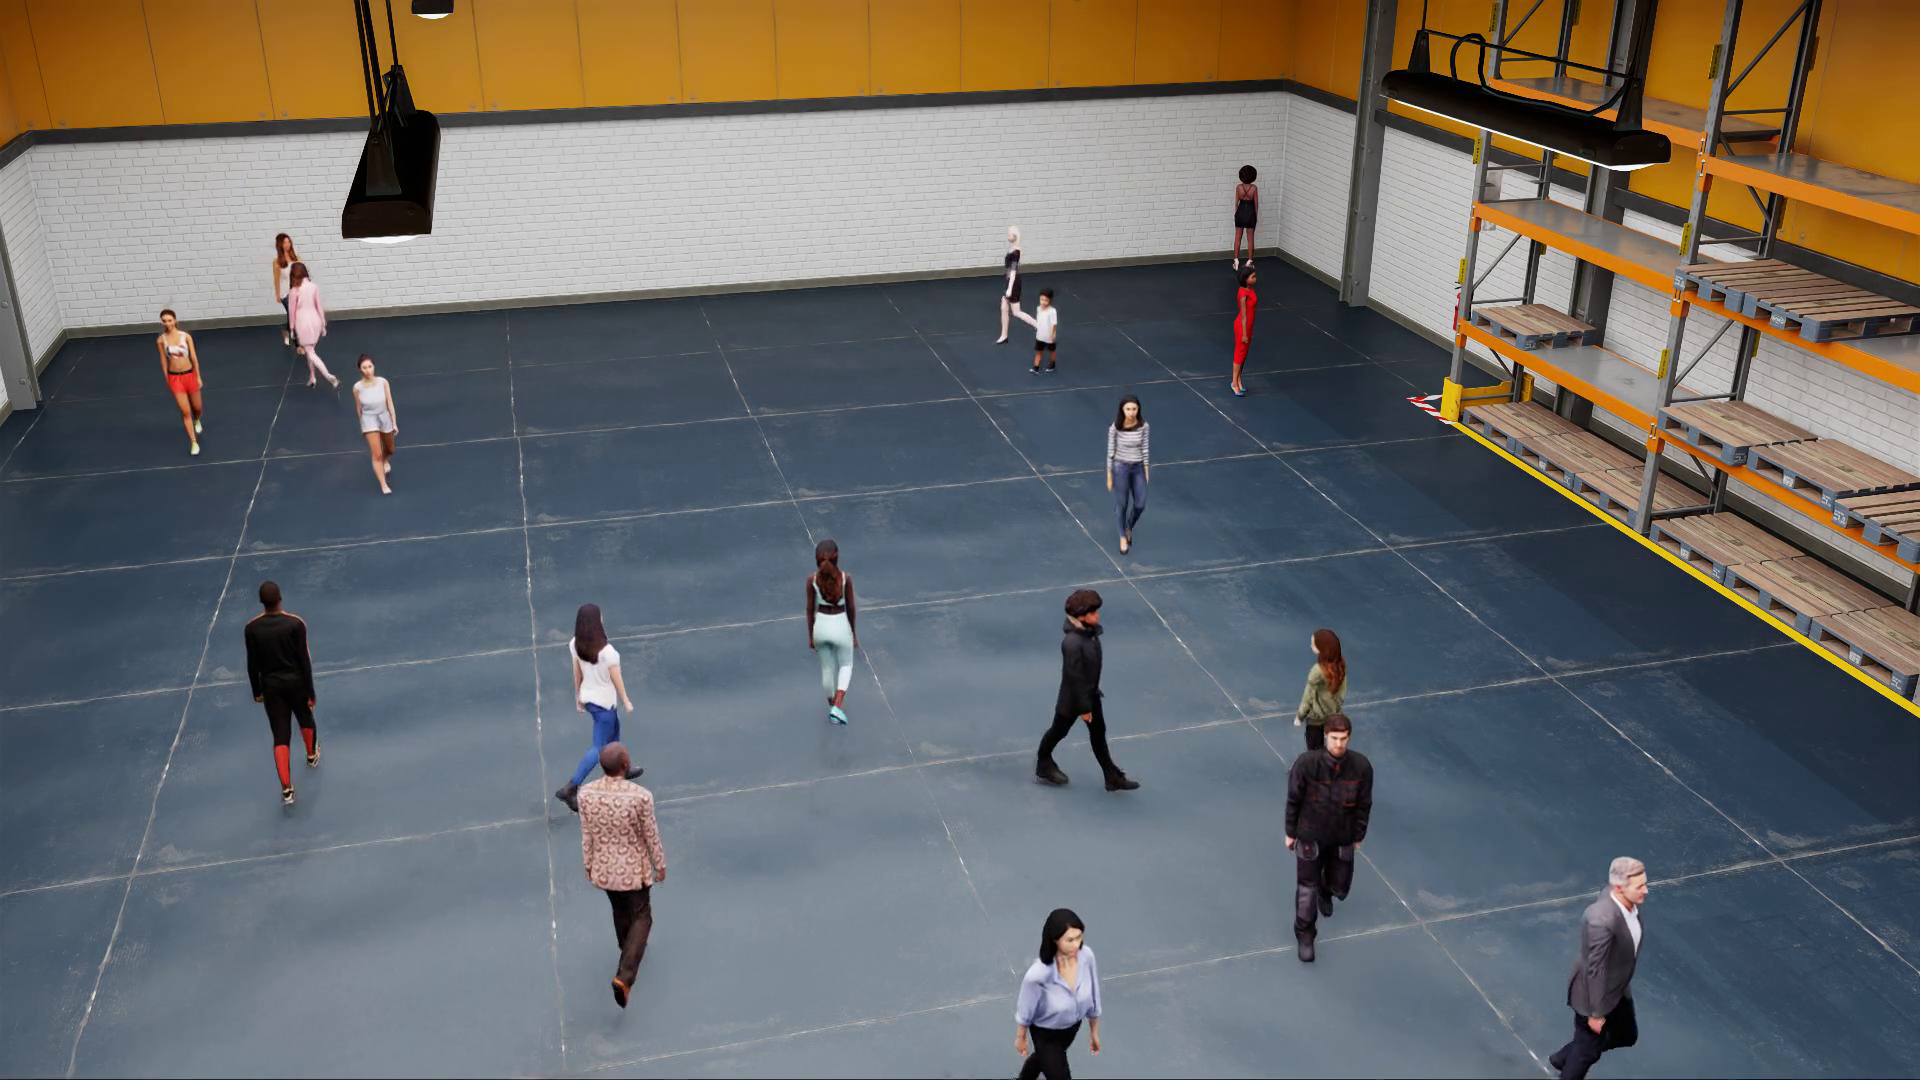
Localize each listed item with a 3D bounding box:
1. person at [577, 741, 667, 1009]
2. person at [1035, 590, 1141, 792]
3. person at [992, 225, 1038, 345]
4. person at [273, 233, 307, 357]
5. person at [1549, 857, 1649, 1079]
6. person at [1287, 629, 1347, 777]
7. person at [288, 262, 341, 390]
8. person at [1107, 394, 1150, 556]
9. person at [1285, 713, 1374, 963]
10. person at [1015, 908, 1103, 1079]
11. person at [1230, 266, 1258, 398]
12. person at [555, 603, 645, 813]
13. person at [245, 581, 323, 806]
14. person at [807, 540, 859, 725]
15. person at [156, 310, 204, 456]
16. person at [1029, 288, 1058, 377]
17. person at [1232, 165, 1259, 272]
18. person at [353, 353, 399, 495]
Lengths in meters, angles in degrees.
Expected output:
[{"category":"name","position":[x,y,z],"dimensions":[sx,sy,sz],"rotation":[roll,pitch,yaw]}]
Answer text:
[{"category":"person","position":[-2.228,2.179,10.828],"dimensions":[0.976,1.779,1.184],"rotation":[4,24,9]},{"category":"person","position":[0.855,1.205,13.114],"dimensions":[1.122,1.733,1.113],"rotation":[10,26,23]},{"category":"person","position":[0.863,-3.656,24.147],"dimensions":[0.708,1.804,0.978],"rotation":[-2,24,-4]},{"category":"person","position":[-9.679,-3.547,23.940],"dimensions":[1.013,1.770,0.938],"rotation":[17,29,34]},{"category":"person","position":[3.699,2.610,9.786],"dimensions":[0.887,1.826,0.861],"rotation":[21,31,40]},{"category":"person","position":[2.880,1.399,13.021],"dimensions":[1.002,1.453,0.890],"rotation":[19,30,37]},{"category":"person","position":[-8.660,-2.790,22.211],"dimensions":[1.146,1.767,1.004],"rotation":[20,31,38]},{"category":"person","position":[1.745,-0.700,17.416],"dimensions":[0.649,1.778,0.657],"rotation":[-3,24,-6]},{"category":"person","position":[2.470,1.954,11.290],"dimensions":[0.890,1.823,1.019],"rotation":[2,24,4]},{"category":"person","position":[0.498,2.799,9.529],"dimensions":[0.913,1.684,1.240],"rotation":[-15,28,-31]},{"category":"person","position":[3.799,-2.806,22.277],"dimensions":[0.704,1.744,0.612],"rotation":[9,25,19]},{"category":"person","position":[-2.862,1.334,12.920],"dimensions":[1.128,1.652,1.082],"rotation":[20,30,38]},{"category":"person","position":[-5.310,1.222,13.041],"dimensions":[0.637,1.761,1.188],"rotation":[-6,24,-14]},{"category":"person","position":[-1.076,0.830,13.993],"dimensions":[0.703,1.717,0.876],"rotation":[1,24,1]},{"category":"person","position":[-9.478,-1.965,20.313],"dimensions":[0.661,1.777,0.989],"rotation":[-9,25,-20]},{"category":"person","position":[1.230,-2.908,23.167],"dimensions":[0.838,1.217,0.904],"rotation":[13,27,27]},{"category":"person","position":[4.873,-5.490,28.359],"dimensions":[0.643,1.790,0.676],"rotation":[7,24,15]},{"category":"person","position":[-6.730,-1.369,19.188],"dimensions":[0.746,1.585,1.034],"rotation":[-13,27,-28]}]
